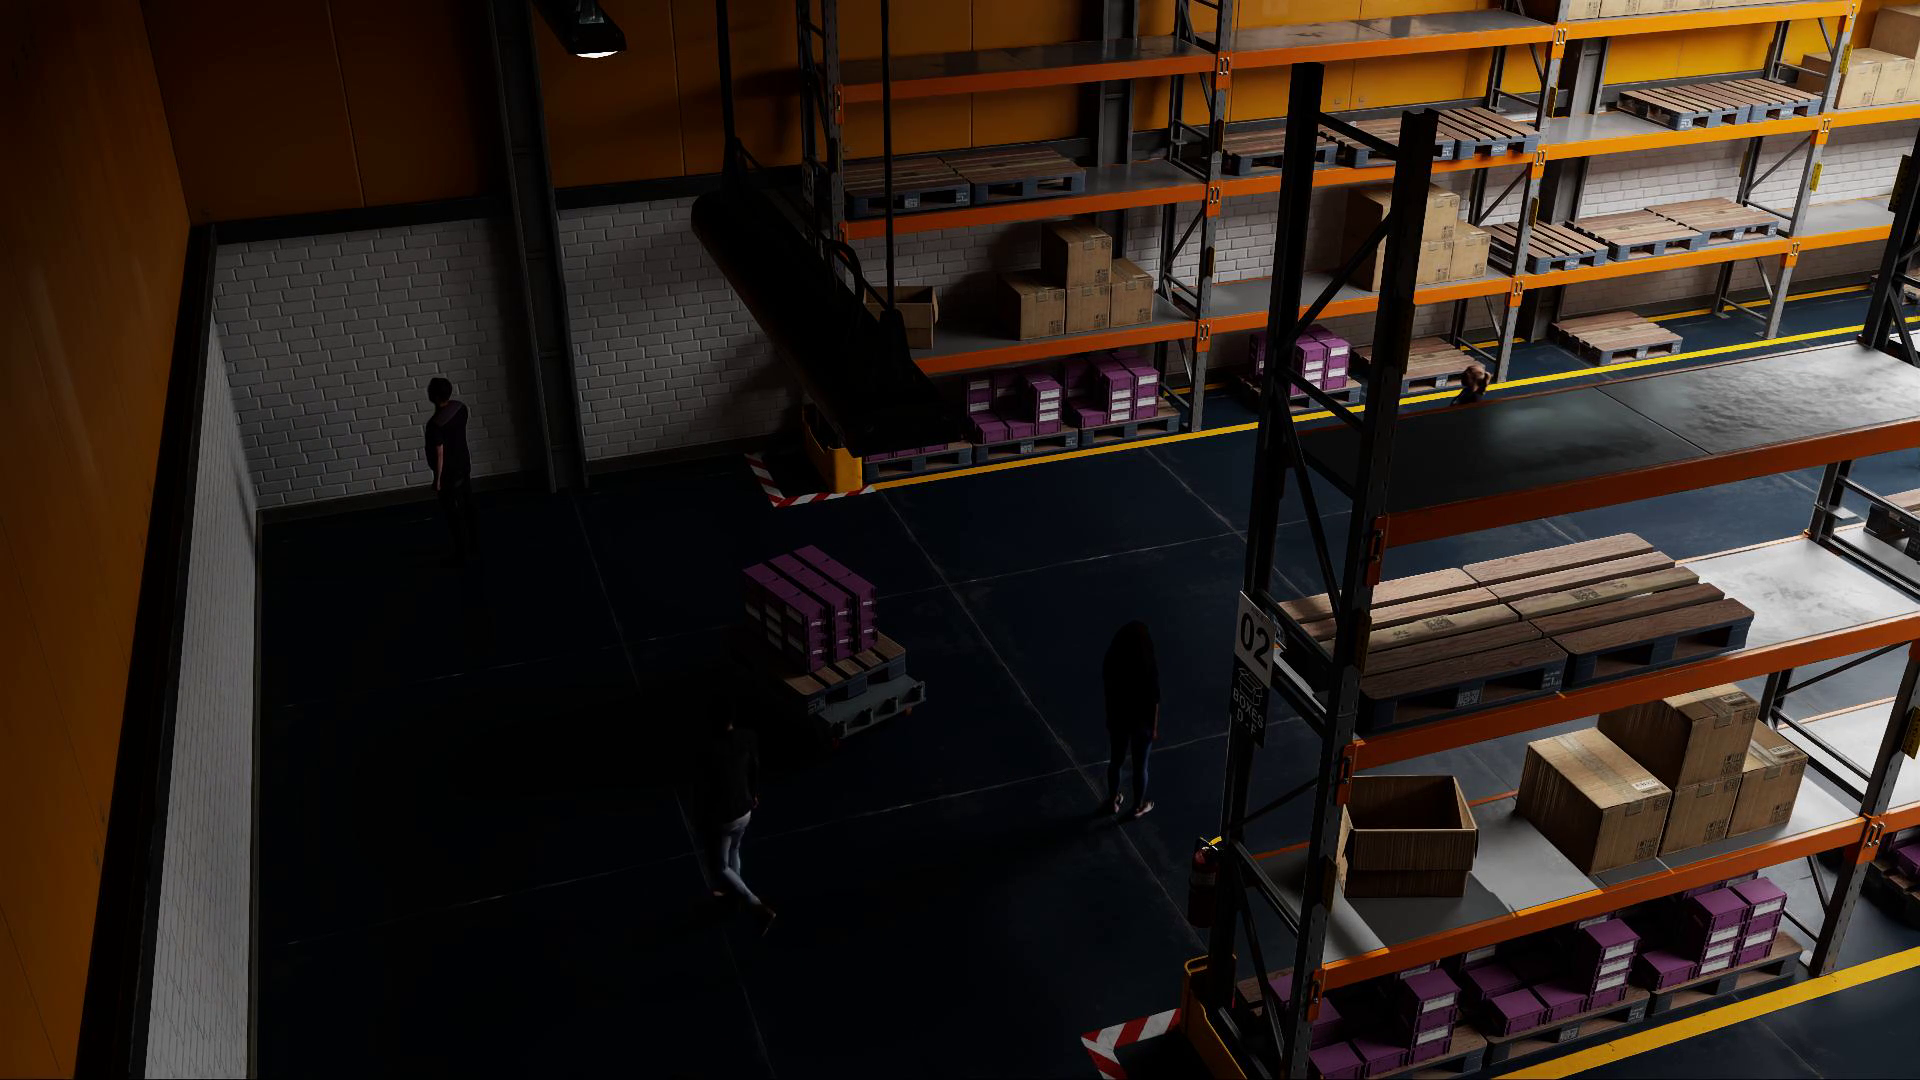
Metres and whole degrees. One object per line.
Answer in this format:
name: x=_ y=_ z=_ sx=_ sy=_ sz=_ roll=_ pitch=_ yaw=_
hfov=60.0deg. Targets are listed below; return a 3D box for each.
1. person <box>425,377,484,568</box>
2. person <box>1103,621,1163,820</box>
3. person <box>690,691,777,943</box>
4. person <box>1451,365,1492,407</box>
person: x=-4.702 y=-0.650 z=15.410 sx=0.798 sy=1.846 sz=0.804 roll=6 pitch=29 yaw=10
person: x=1.240 y=1.302 z=12.070 sx=0.713 sy=1.617 sz=0.771 roll=13 pitch=31 yaw=23
person: x=-1.483 y=1.830 z=10.895 sx=1.014 sy=1.816 sz=1.044 roll=23 pitch=36 yaw=35
person: x=4.840 y=-0.892 z=15.997 sx=0.636 sy=1.707 sz=0.665 roll=-2 pitch=29 yaw=-3
